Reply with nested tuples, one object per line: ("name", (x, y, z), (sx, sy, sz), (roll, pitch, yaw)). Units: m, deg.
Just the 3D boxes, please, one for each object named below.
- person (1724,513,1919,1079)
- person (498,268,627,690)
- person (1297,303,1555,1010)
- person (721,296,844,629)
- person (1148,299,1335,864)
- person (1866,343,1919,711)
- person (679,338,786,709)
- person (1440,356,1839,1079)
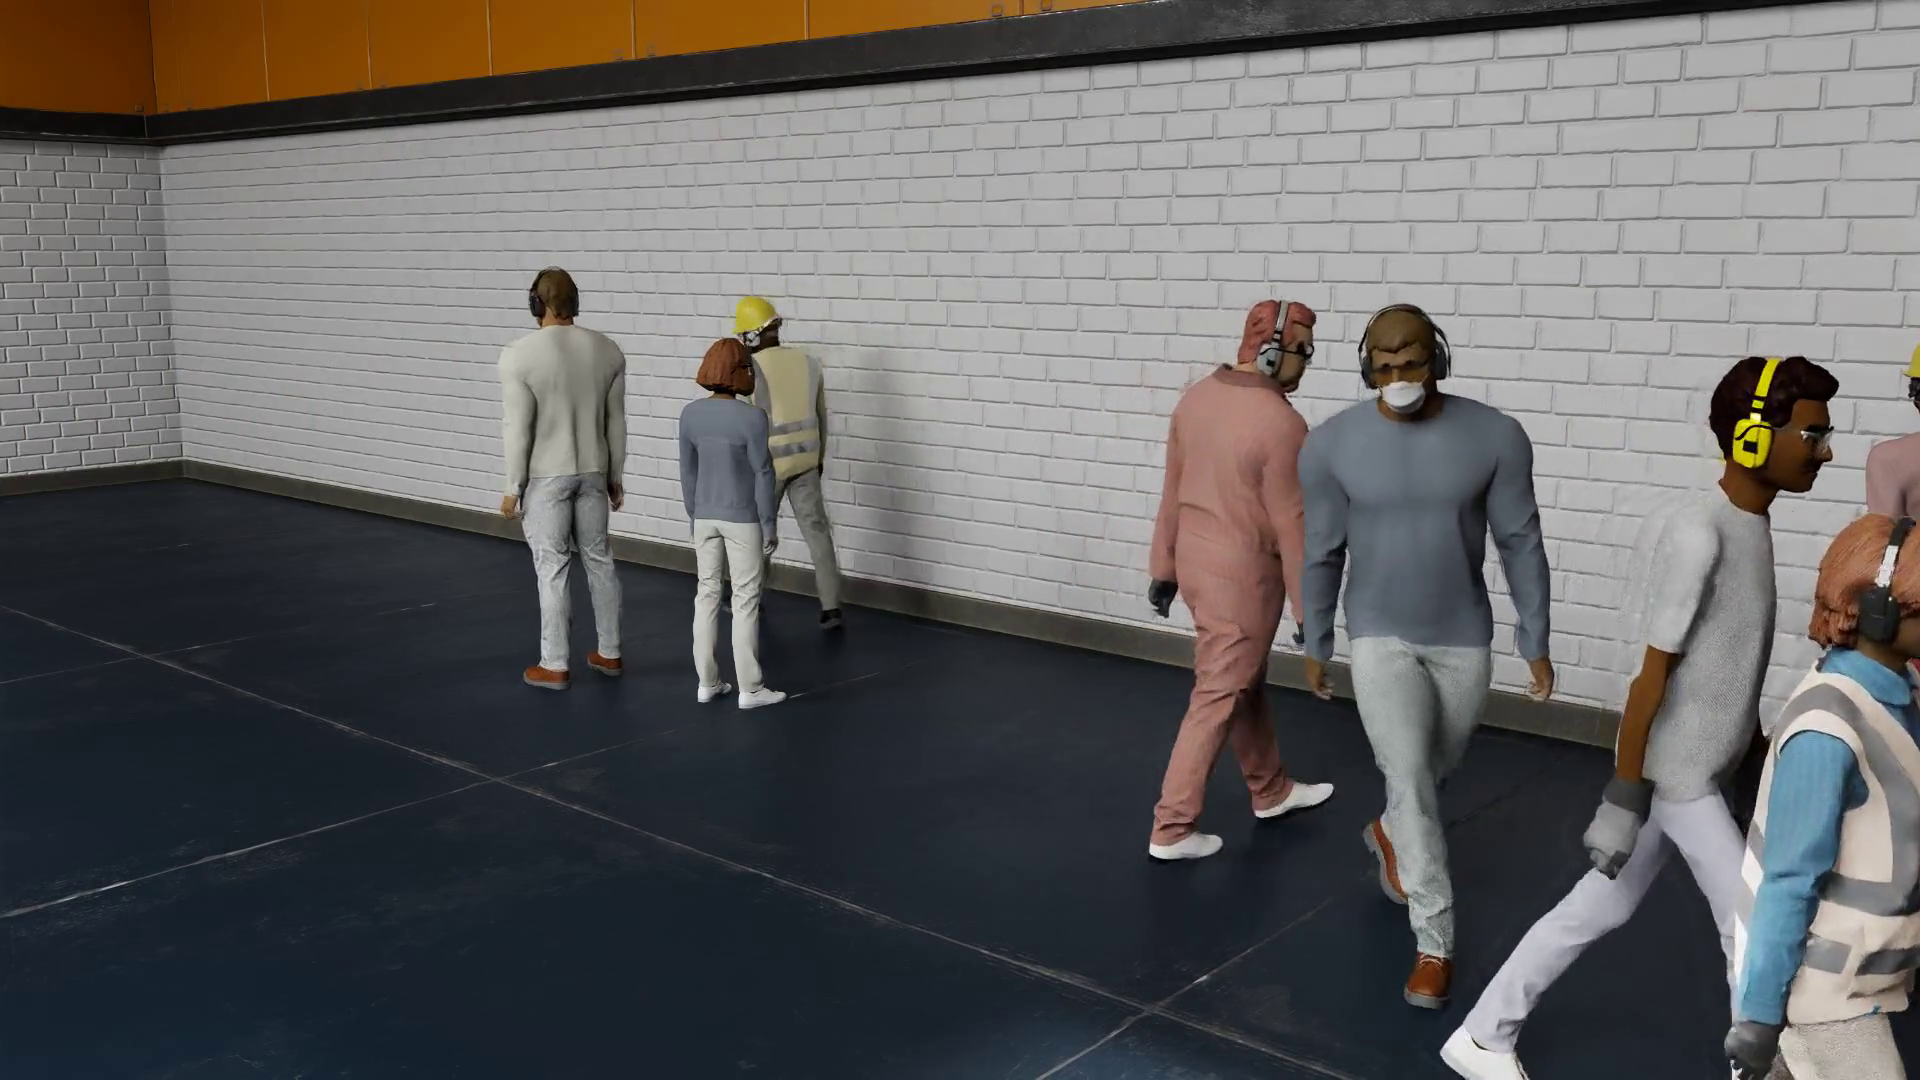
("person", (1.416, 0.727, 2.869), (0.810, 1.604, 0.532), (7, 12, 34))
("person", (-1.828, -0.276, 7.709), (0.647, 1.931, 0.386), (-10, 14, -44))
("person", (1.300, 0.262, 4.769), (0.701, 1.887, 0.964), (1, 10, 7))
("person", (-0.939, -0.406, 8.894), (0.671, 1.772, 0.923), (-7, 12, -36))
("person", (1.012, 0.147, 5.480), (0.905, 1.856, 0.687), (-4, 11, -22))
("person", (3.107, 0.212, 5.357), (0.522, 1.768, 0.312), (-1, 10, -8))
("person", (-1.011, -0.071, 7.345), (0.500, 1.633, 0.280), (6, 12, 30))
("person", (1.563, 0.502, 3.624), (1.030, 1.822, 0.515), (6, 12, 31))
